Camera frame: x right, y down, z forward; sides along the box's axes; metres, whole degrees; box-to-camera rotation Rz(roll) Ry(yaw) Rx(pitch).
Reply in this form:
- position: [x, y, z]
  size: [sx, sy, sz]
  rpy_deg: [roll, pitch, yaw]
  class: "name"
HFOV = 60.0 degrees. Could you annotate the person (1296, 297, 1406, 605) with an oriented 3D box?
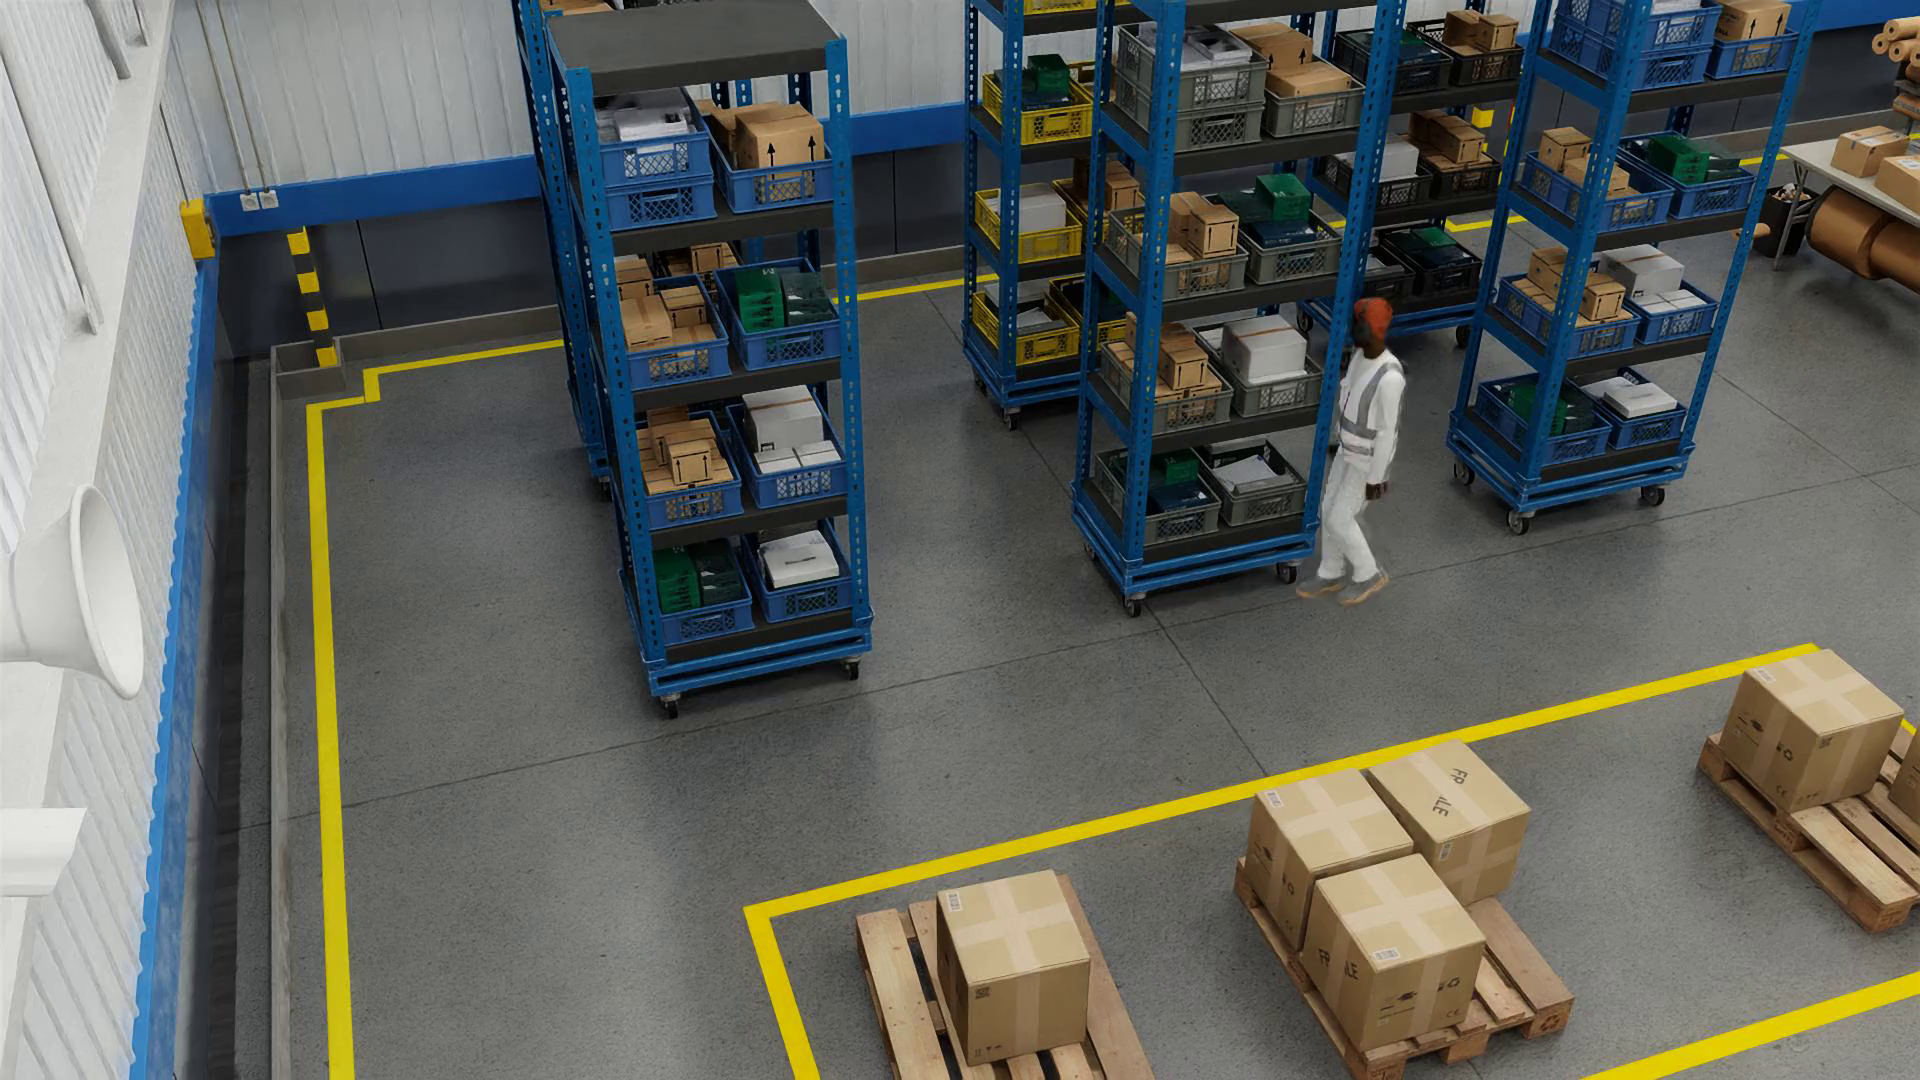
- position: [2.211, -0.484, 9.364]
  size: [0.450, 1.854, 0.605]
  rpy_deg: [-6, 36, -9]
  class: "person"
